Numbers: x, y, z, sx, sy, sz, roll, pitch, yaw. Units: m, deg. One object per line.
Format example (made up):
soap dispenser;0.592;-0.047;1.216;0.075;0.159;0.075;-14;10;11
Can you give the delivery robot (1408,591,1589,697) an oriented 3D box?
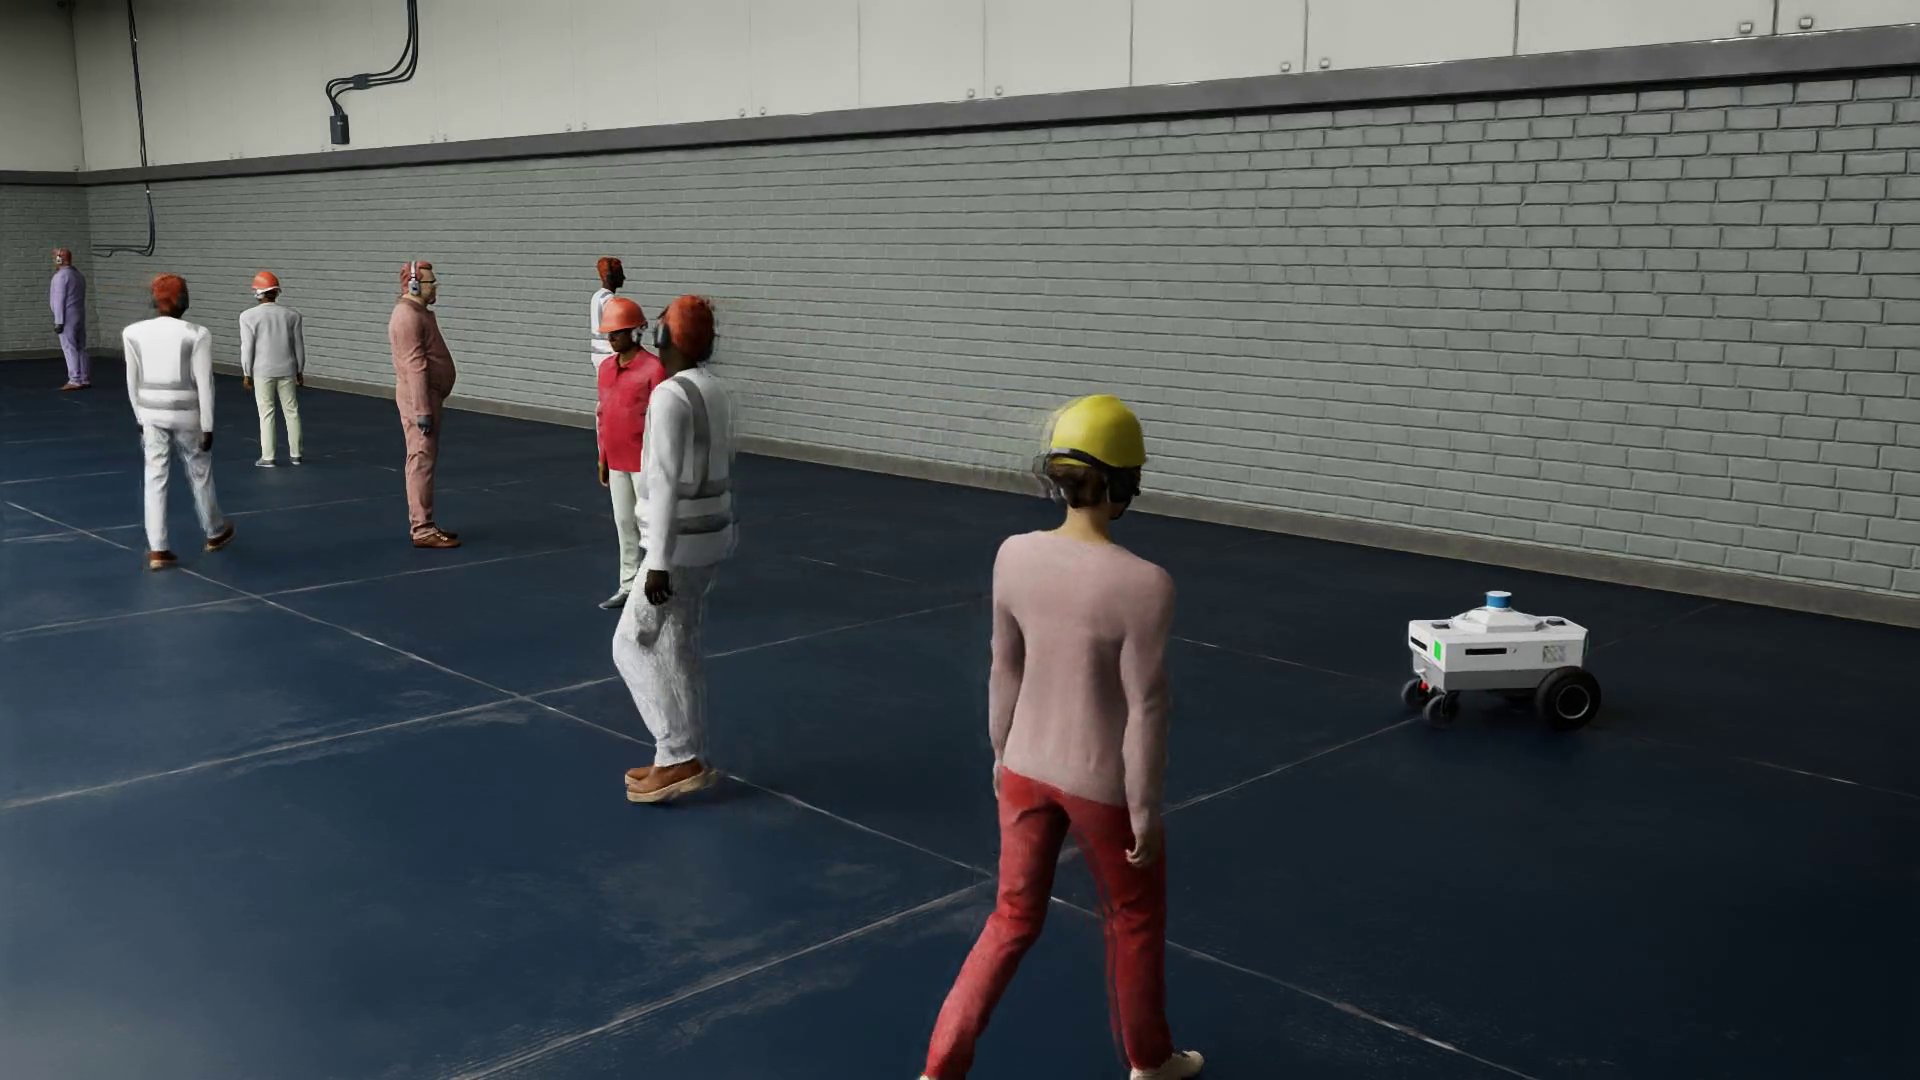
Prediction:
delivery robot;2.296;0.462;7.123;0.707;0.478;0.477;-1;11;-7

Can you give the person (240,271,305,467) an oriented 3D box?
person;-6.197;-1.539;15.007;0.573;1.755;0.319;-10;14;-43

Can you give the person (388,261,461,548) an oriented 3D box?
person;-3.577;-0.902;11.127;0.410;1.909;0.643;-3;11;-18

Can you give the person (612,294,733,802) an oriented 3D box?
person;-1.062;0.034;6.137;0.430;1.863;0.618;2;10;8

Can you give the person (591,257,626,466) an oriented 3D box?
person;-3.101;-1.572;14.849;0.352;1.883;0.579;-5;12;-26

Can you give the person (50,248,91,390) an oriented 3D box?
person;-12.053;-2.978;22.486;0.402;1.900;0.647;0;10;-2

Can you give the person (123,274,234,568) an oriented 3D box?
person;-5.008;-0.767;10.624;0.583;1.836;0.988;-1;10;-3

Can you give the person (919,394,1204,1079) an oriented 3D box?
person;0.241;0.536;3.789;0.532;1.736;0.865;9;14;40

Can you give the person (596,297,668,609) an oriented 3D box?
person;-1.802;-0.451;9.120;0.571;1.743;0.351;8;13;38
